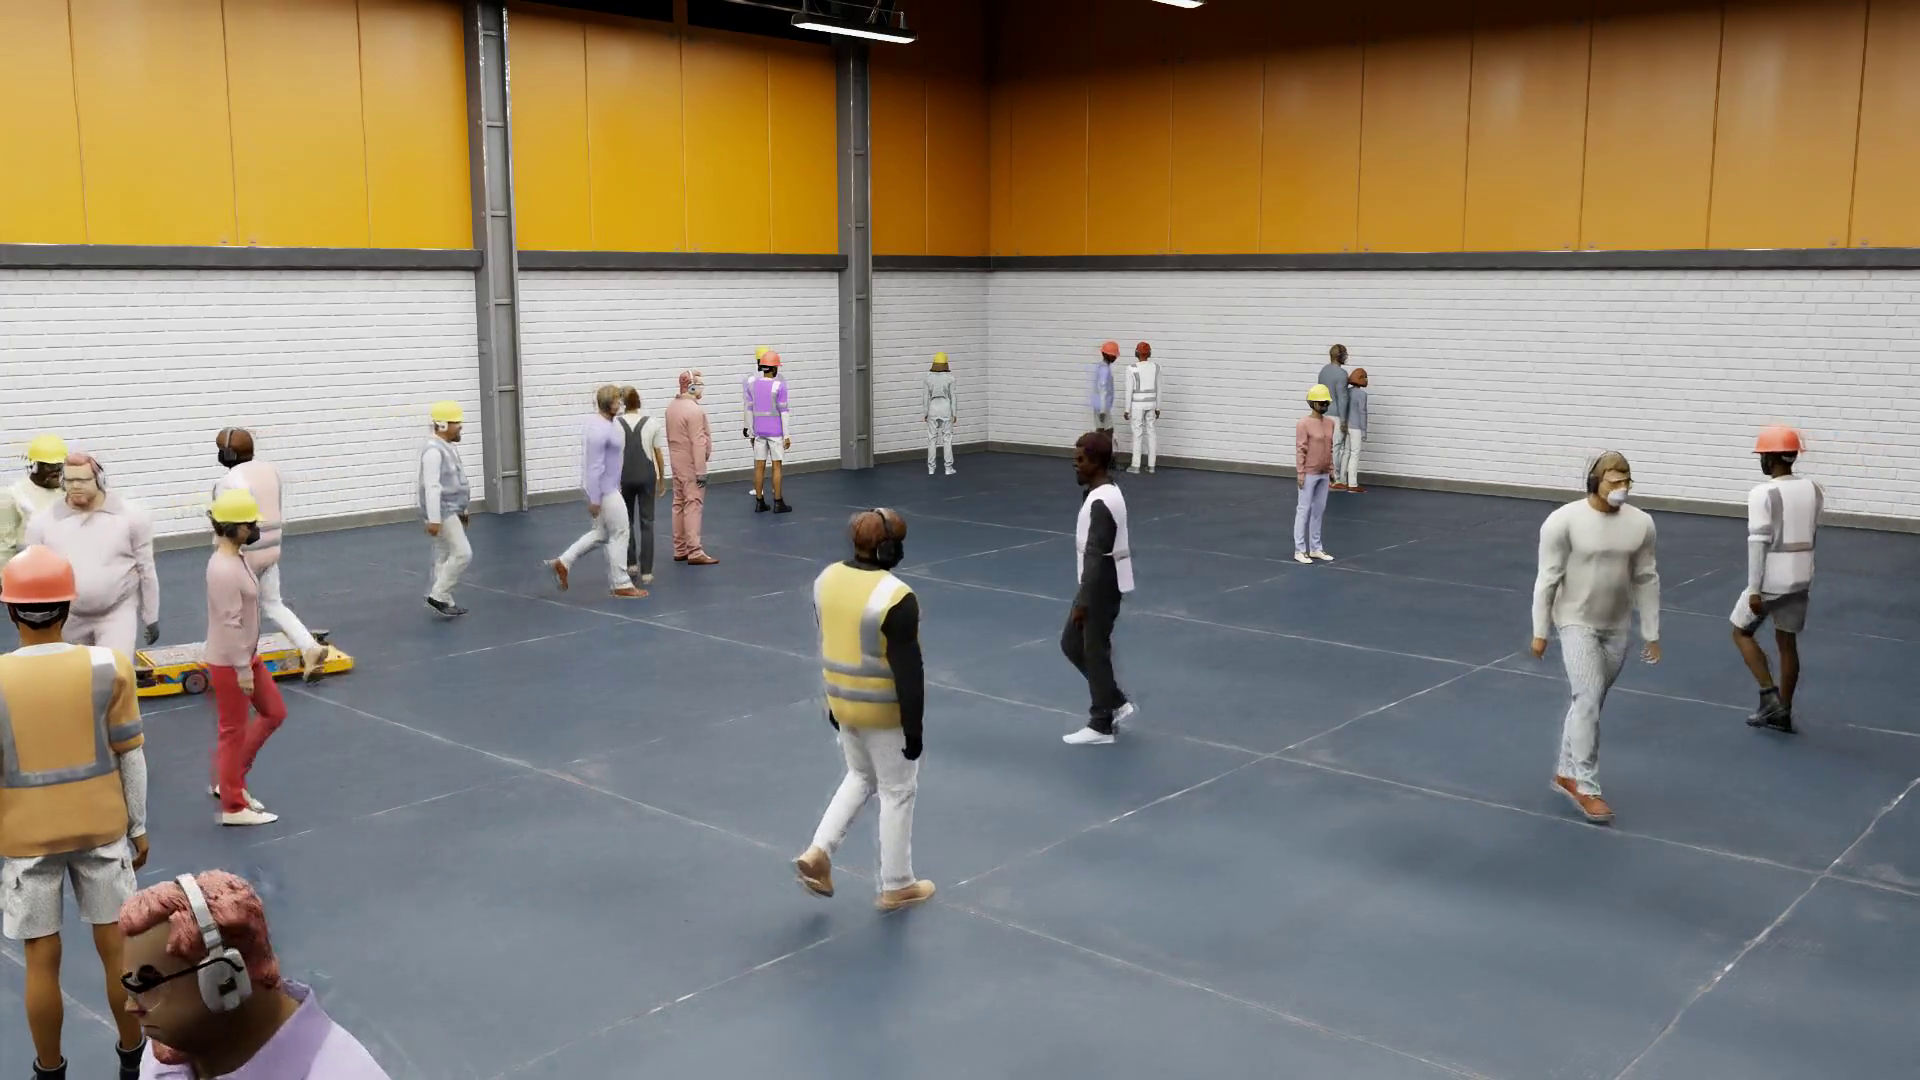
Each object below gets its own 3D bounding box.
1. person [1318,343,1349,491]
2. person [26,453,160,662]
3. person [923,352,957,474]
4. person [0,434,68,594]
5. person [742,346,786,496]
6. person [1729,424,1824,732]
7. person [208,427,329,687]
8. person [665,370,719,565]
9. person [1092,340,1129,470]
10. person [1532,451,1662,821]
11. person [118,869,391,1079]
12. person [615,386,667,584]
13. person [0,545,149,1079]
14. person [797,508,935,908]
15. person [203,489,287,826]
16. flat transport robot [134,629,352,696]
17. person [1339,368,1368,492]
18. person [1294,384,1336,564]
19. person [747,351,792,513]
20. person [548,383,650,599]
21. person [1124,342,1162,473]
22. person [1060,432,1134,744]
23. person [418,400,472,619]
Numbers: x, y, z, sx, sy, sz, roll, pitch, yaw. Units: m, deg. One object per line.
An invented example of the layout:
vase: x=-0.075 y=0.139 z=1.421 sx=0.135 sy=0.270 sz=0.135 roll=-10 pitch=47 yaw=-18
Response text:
person: x=4.926 y=-1.619 z=21.941 sx=0.375 sy=1.939 sz=0.628 roll=-3 pitch=9 yaw=-16
person: x=-4.877 y=0.434 z=9.322 sx=0.668 sy=1.848 sz=1.012 roll=-2 pitch=9 yaw=-13
person: x=-0.278 y=-1.804 z=23.719 sx=0.493 sy=1.743 sz=0.295 roll=2 pitch=9 yaw=11
person: x=-5.940 y=0.209 z=10.878 sx=0.440 sy=1.802 sz=0.599 roll=4 pitch=10 yaw=22
person: x=-2.516 y=-1.526 z=21.397 sx=0.594 sy=1.926 sz=0.366 roll=-4 pitch=10 yaw=-25
person: x=5.059 y=0.243 z=10.322 sx=0.565 sy=1.921 sz=0.421 roll=-3 pitch=9 yaw=-16
person: x=-4.800 y=0.128 z=11.372 sx=0.789 sy=1.814 sz=0.624 roll=3 pitch=9 yaw=15
person: x=-2.638 y=-0.714 z=16.362 sx=0.399 sy=1.909 sz=0.642 roll=-6 pitch=11 yaw=-33
person: x=2.080 y=-1.946 z=24.139 sx=0.651 sy=1.932 sz=0.627 roll=0 pitch=9 yaw=-1
person: x=3.382 y=0.500 z=8.686 sx=0.646 sy=1.912 sz=0.800 roll=-2 pitch=9 yaw=-14
person: x=-1.136 y=1.452 z=2.903 sx=0.649 sy=1.870 sz=0.804 roll=6 pitch=11 yaw=32
person: x=-2.990 y=-0.521 z=15.428 sx=0.544 sy=1.812 sz=0.672 roll=-2 pitch=9 yaw=-10
person: x=-3.041 y=0.979 z=5.627 sx=0.542 sy=1.939 sz=0.369 roll=-6 pitch=11 yaw=-31
person: x=-0.406 y=0.761 z=7.354 sx=0.567 sy=1.825 sz=0.646 roll=-9 pitch=13 yaw=-44
person: x=-3.665 y=0.609 z=8.511 sx=0.372 sy=1.750 sz=0.554 roll=-3 pitch=9 yaw=-16
flat transport robot: x=-5.097 y=0.849 z=11.664 sx=1.431 sy=0.197 sz=0.652 roll=-7 pitch=11 yaw=-36
person: x=5.177 y=-1.439 z=21.806 sx=0.288 sy=1.627 sz=0.497 roll=-3 pitch=10 yaw=-18
person: x=3.518 y=-0.653 z=16.420 sx=0.532 sy=1.768 sz=0.311 roll=-7 pitch=11 yaw=-37
person: x=-2.261 y=-1.285 z=19.849 sx=0.551 sy=1.935 sz=0.372 roll=4 pitch=10 yaw=24
person: x=-3.167 y=-0.414 z=14.476 sx=0.800 sy=1.908 sz=0.643 roll=-1 pitch=9 yaw=-8
person: x=2.618 y=-1.891 z=23.831 sx=0.576 sy=1.882 sz=0.355 roll=-3 pitch=10 yaw=-21
person: x=0.819 y=0.300 z=9.992 sx=0.448 sy=1.905 sz=0.599 roll=0 pitch=9 yaw=1
person: x=-4.213 y=-0.240 z=13.663 sx=0.426 sy=1.813 sz=0.587 roll=-2 pitch=9 yaw=-11
